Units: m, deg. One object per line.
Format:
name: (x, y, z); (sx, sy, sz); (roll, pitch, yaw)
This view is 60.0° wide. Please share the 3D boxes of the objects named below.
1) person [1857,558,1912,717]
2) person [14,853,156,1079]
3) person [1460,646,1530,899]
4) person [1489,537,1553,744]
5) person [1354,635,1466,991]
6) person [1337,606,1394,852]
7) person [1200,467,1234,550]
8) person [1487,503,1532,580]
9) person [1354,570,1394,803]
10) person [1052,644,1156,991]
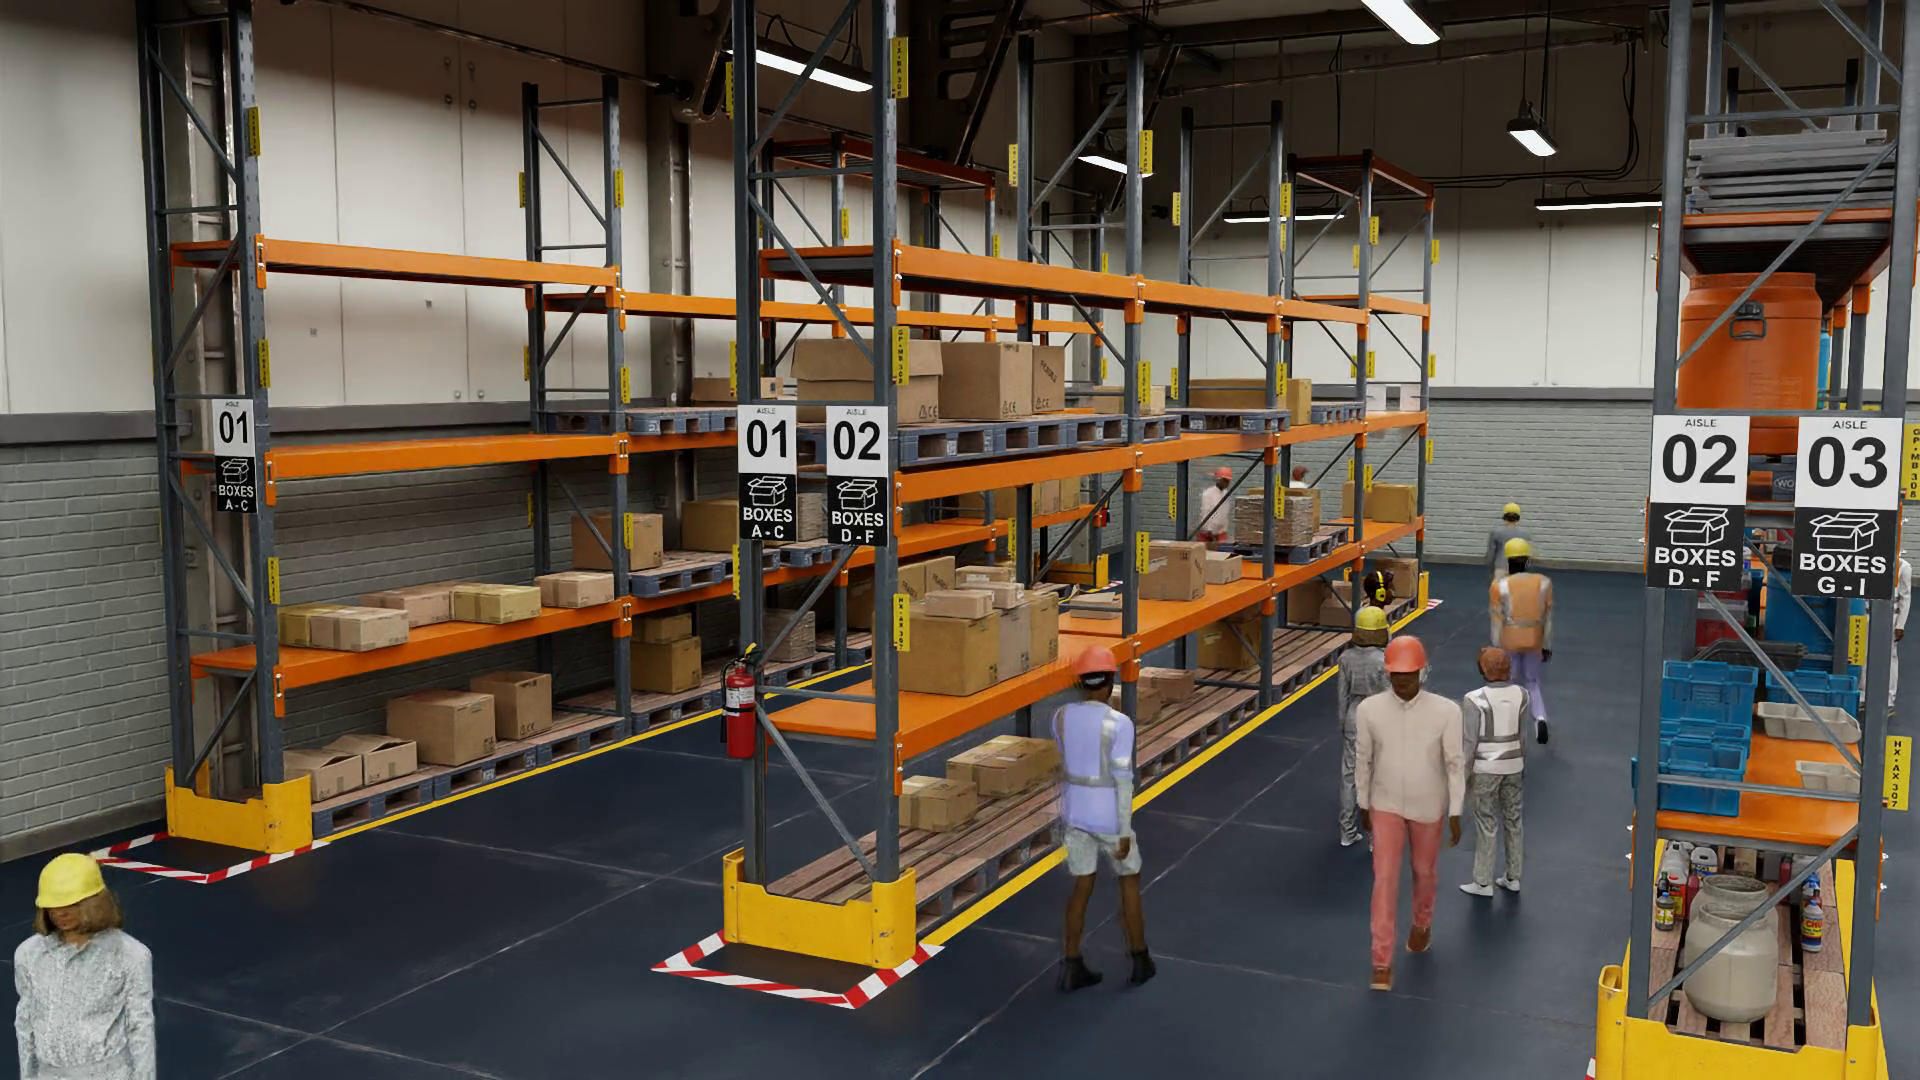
person: (9.076, 0.803, 16.439); (0.356, 1.883, 0.574); (-3, 7, -26)
person: (-3.109, 1.963, 5.863); (0.506, 1.723, 0.594); (0, 6, -4)
person: (3.470, 1.505, 10.804); (0.515, 1.636, 0.315); (-2, 6, -22)
person: (5.068, 0.932, 15.024); (0.592, 1.912, 0.583); (0, 6, -2)
person: (2.560, 1.490, 9.479); (0.613, 1.954, 1.002); (2, 6, 17)
person: (2.923, 1.341, 11.877); (0.300, 1.745, 0.483); (-5, 8, -40)
person: (3.913, -0.148, 25.495); (0.629, 1.929, 1.045); (-3, 7, -30)
person: (7.026, 0.385, 21.295); (0.532, 1.723, 0.922); (2, 6, 18)
person: (3.240, 1.165, 12.979); (0.328, 1.874, 0.517); (-1, 6, -10)
person: (0.751, 1.531, 9.257); (0.565, 1.899, 0.633); (5, 8, 39)
